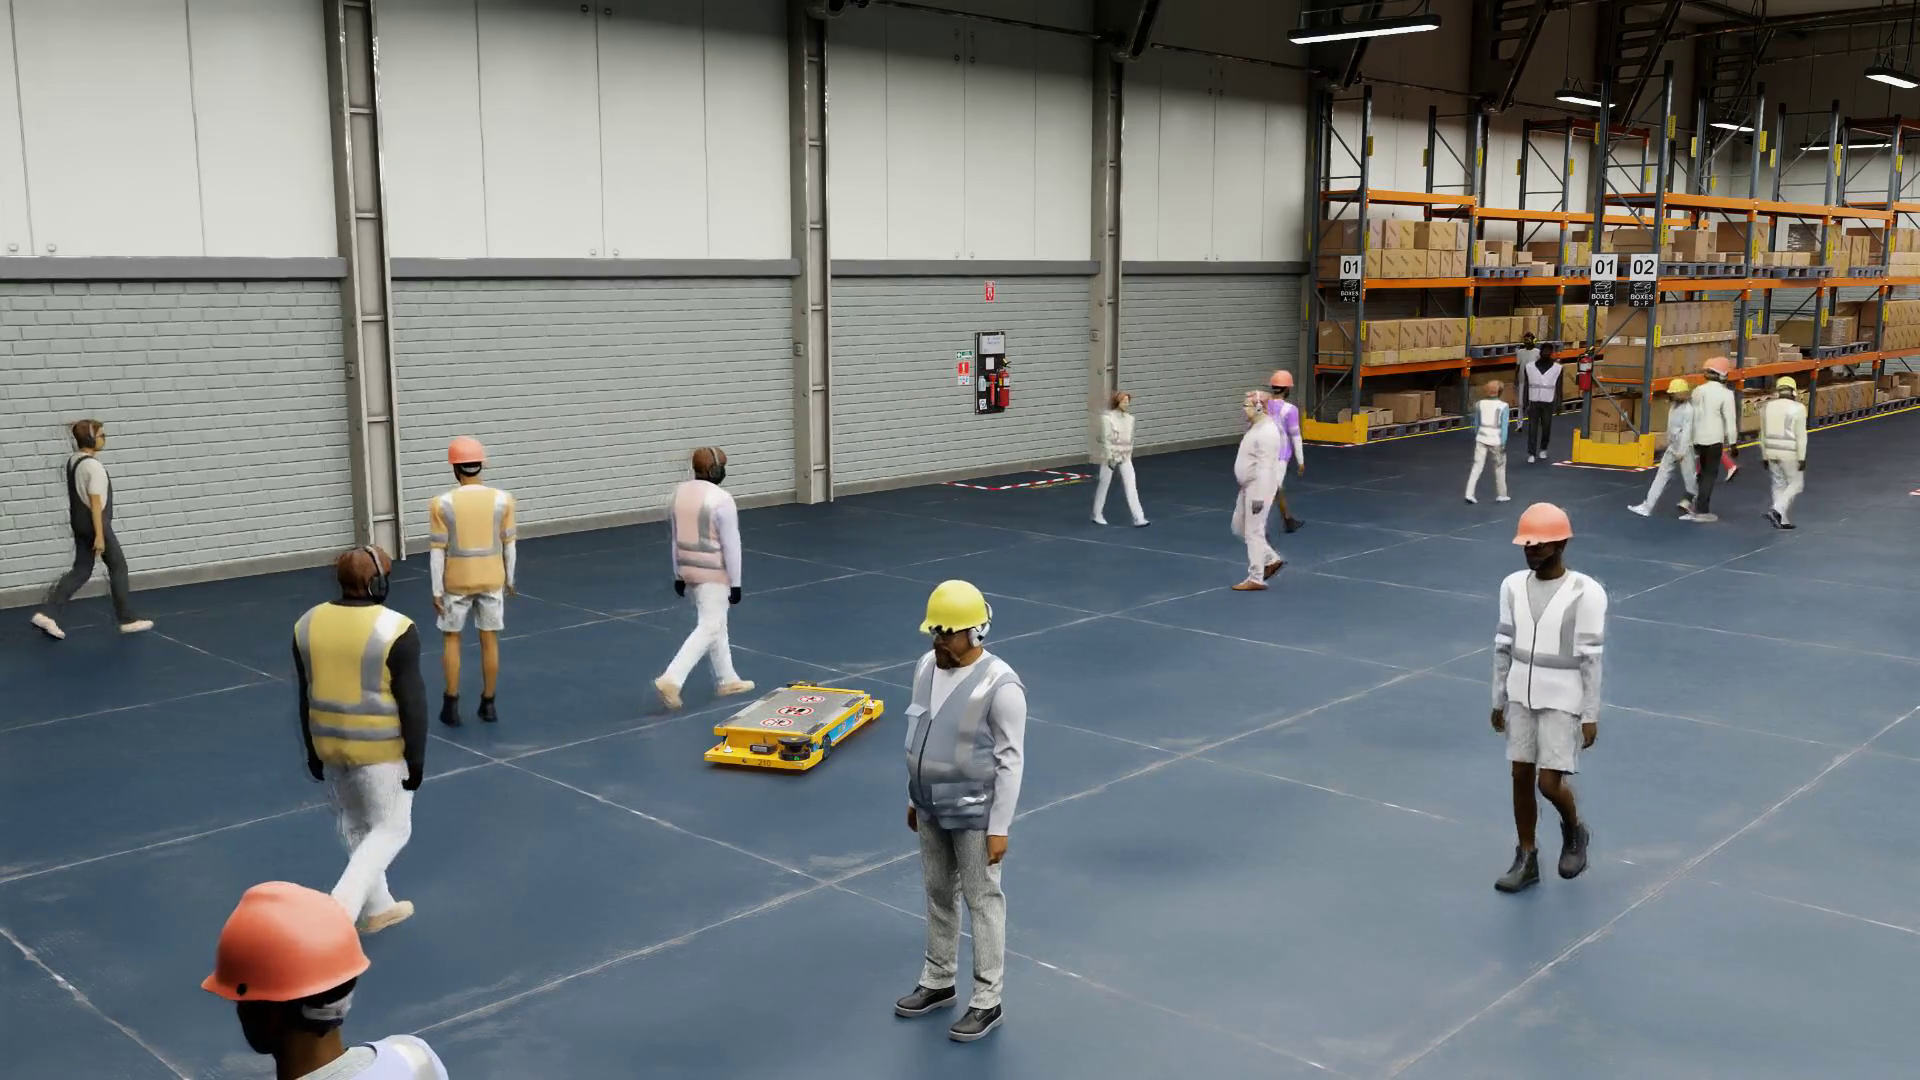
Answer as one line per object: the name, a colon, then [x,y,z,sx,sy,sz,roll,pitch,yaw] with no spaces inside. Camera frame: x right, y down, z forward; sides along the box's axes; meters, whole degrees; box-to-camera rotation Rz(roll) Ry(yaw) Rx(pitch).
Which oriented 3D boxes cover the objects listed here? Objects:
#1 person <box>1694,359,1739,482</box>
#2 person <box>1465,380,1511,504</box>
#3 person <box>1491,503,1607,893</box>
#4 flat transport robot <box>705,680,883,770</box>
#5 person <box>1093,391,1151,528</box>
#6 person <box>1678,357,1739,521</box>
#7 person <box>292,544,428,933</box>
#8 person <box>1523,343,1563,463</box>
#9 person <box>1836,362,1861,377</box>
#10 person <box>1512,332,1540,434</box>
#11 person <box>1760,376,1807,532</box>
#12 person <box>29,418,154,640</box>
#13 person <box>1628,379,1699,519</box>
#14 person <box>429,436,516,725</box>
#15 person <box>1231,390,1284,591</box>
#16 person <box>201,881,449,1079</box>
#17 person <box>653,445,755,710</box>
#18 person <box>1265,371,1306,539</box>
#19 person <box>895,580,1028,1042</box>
person: [10.756,-1.701,23.654,0.524,1.735,0.776,-8,12,-41]
person: [6.803,-1.261,21.379,0.837,1.600,0.525,-8,12,-39]
person: [2.834,0.766,8.048,0.465,1.918,0.561,-7,12,-38]
flat transport robot: [-1.032,1.164,10.641,0.652,0.197,1.431,3,10,17]
person: [1.862,-0.933,19.416,0.511,1.591,0.862,-6,11,-32]
person: [8.976,-1.193,19.846,0.437,1.974,0.633,-2,10,-14]
person: [-2.670,0.938,7.334,0.638,1.823,0.722,3,10,19]
person: [9.154,-2.172,26.131,0.588,1.876,0.954,4,10,22]
person: [20.102,-4.129,37.688,0.906,1.990,0.656,-9,13,-43]
person: [10.341,-2.841,30.229,0.588,1.862,0.377,7,11,35]
person: [9.425,-0.973,19.042,0.465,1.787,0.635,-4,10,-23]
person: [-7.147,-0.085,13.575,0.516,1.819,0.875,8,12,40]
person: [8.548,-1.079,19.972,0.873,1.692,0.501,-1,9,-5]
person: [-3.225,0.272,11.036,0.565,1.932,0.427,-4,10,-25]
person: [2.782,-0.457,15.598,0.452,1.895,0.648,0,9,-2]
person: [-1.190,1.570,3.105,0.362,1.934,0.551,4,10,21]
person: [-1.796,0.252,11.523,0.852,1.820,0.637,-9,13,-43]
person: [3.594,-0.954,18.657,1.012,1.879,0.563,-8,12,-39]
person: [-0.014,1.052,6.590,0.404,1.828,0.587,-9,13,-43]
